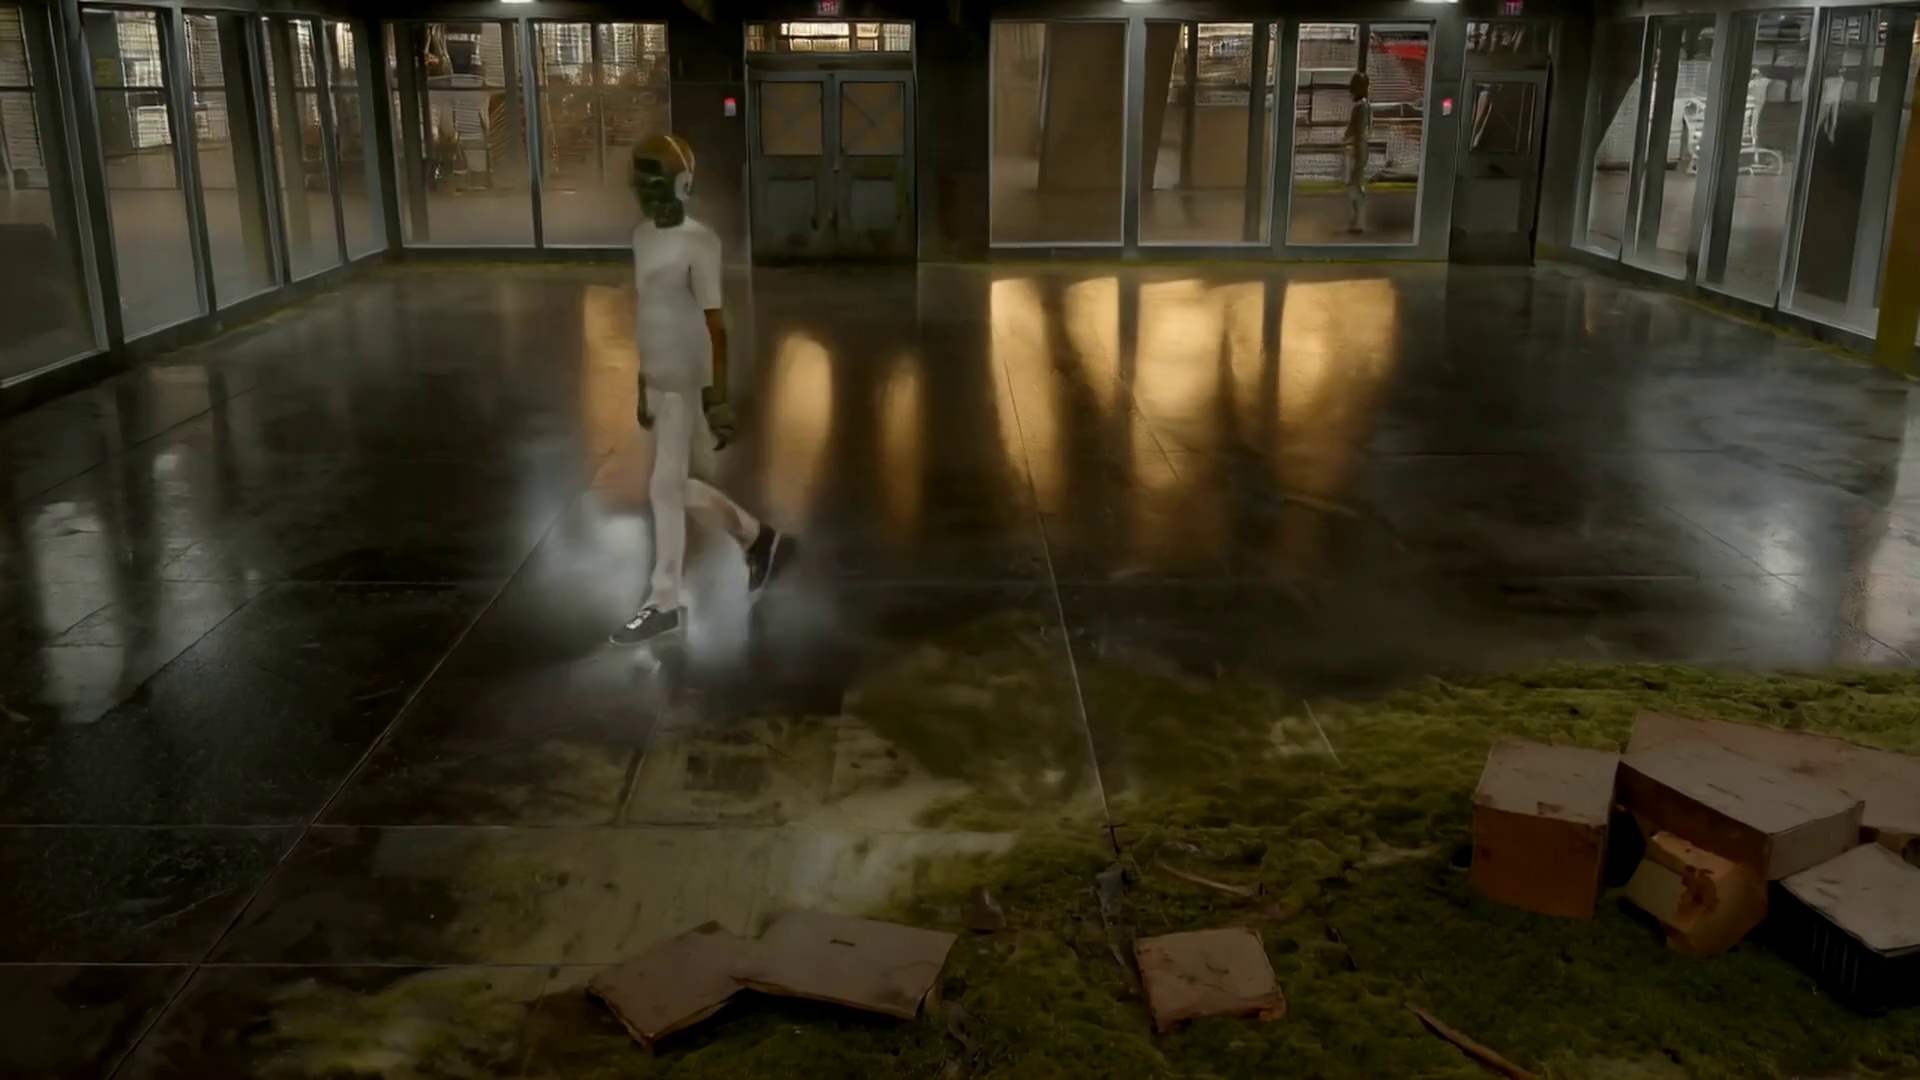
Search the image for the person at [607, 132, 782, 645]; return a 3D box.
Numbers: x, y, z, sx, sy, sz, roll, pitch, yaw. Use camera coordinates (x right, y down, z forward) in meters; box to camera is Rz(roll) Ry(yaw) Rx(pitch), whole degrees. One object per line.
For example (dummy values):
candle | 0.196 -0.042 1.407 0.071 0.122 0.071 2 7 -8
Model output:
person | -0.998 -0.574 6.181 0.808 1.849 0.519 -15 22 -42
